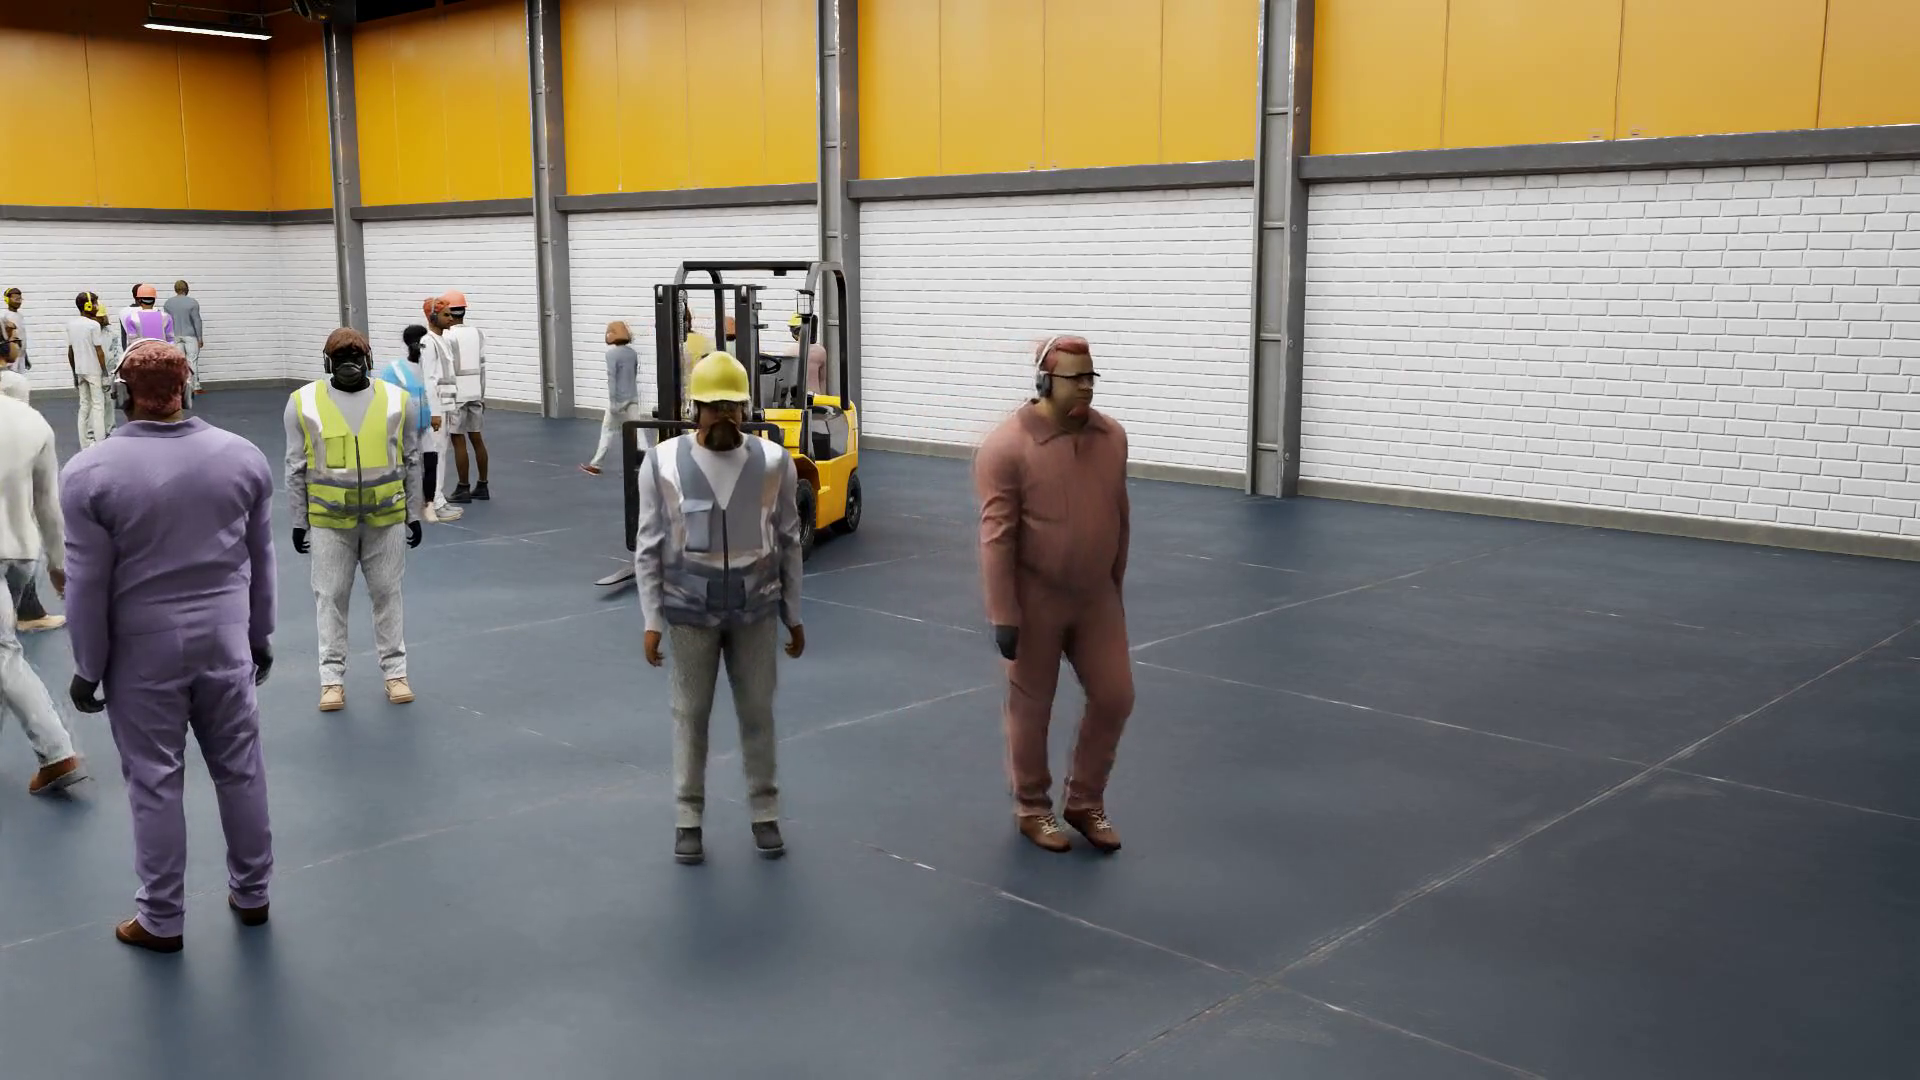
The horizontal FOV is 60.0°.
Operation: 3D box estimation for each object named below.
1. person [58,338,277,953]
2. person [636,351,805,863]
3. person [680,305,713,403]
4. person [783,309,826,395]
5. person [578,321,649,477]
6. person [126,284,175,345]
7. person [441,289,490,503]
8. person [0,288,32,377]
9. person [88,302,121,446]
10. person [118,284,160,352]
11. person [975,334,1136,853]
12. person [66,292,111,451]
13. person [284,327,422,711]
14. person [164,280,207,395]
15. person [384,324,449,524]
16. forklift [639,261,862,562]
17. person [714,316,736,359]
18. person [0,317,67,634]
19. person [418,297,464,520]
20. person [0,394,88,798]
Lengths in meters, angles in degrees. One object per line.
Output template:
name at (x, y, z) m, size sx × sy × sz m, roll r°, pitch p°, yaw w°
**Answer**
person at (-2.466, 0.328, 5.214) m, size 0.408 × 1.909 × 0.638 m, roll 8°, pitch 12°, yaw 42°
person at (-0.855, 0.239, 5.982) m, size 0.592 × 1.834 × 0.403 m, roll -2°, pitch 10°, yaw -13°
person at (-2.400, -1.195, 14.869) m, size 0.808 × 1.812 × 0.627 m, roll 5°, pitch 10°, yaw 28°
person at (-1.402, -1.177, 14.869) m, size 0.310 × 1.768 × 0.533 m, roll 7°, pitch 12°, yaw 37°
person at (-3.489, -1.419, 16.896) m, size 0.820 × 1.590 × 0.514 m, roll 5°, pitch 11°, yaw 29°
person at (-10.010, -2.196, 20.595) m, size 0.546 × 1.938 × 0.360 m, roll -8°, pitch 12°, yaw -40°
person at (-4.544, -1.299, 15.101) m, size 0.373 × 1.932 × 0.549 m, roll 5°, pitch 11°, yaw 29°
person at (-12.757, -2.470, 22.494) m, size 0.319 × 1.865 × 0.521 m, roll 0°, pitch 9°, yaw 1°
person at (-10.043, -1.911, 19.457) m, size 0.321 × 1.737 × 0.487 m, roll 7°, pitch 11°, yaw 36°
person at (-11.396, -2.605, 23.197) m, size 0.587 × 1.911 × 0.397 m, roll 1°, pitch 9°, yaw 4°
person at (0.382, 0.215, 5.952) m, size 0.667 × 1.883 × 0.588 m, roll -5°, pitch 11°, yaw -29°
person at (-9.705, -1.828, 18.583) m, size 0.517 × 1.860 × 0.328 m, roll 4°, pitch 10°, yaw 22°
person at (-2.922, -0.103, 8.057) m, size 0.632 × 1.843 × 0.429 m, roll -4°, pitch 10°, yaw -25°
person at (-13.005, -3.392, 27.921) m, size 0.630 × 1.940 × 0.372 m, roll 1°, pitch 9°, yaw 6°
person at (-4.596, -0.993, 14.055) m, size 0.539 × 1.673 × 0.708 m, roll -5°, pitch 10°, yaw -27°
forklift at (-1.552, -1.040, 12.721) m, size 1.214 × 2.155 × 2.313 m, roll 2°, pitch 9°, yaw 11°
person at (-2.380, -1.496, 17.226) m, size 0.268 × 1.632 × 0.506 m, roll 5°, pitch 11°, yaw 29°
person at (-5.558, -0.371, 9.686) m, size 0.506 × 1.846 × 0.348 m, roll 4°, pitch 10°, yaw 22°
person at (-4.425, -1.111, 14.103) m, size 0.342 × 1.882 × 0.579 m, roll -2°, pitch 9°, yaw -9°
person at (-3.924, 0.087, 6.758) m, size 1.002 × 1.898 × 0.627 m, roll 3°, pitch 10°, yaw 19°
